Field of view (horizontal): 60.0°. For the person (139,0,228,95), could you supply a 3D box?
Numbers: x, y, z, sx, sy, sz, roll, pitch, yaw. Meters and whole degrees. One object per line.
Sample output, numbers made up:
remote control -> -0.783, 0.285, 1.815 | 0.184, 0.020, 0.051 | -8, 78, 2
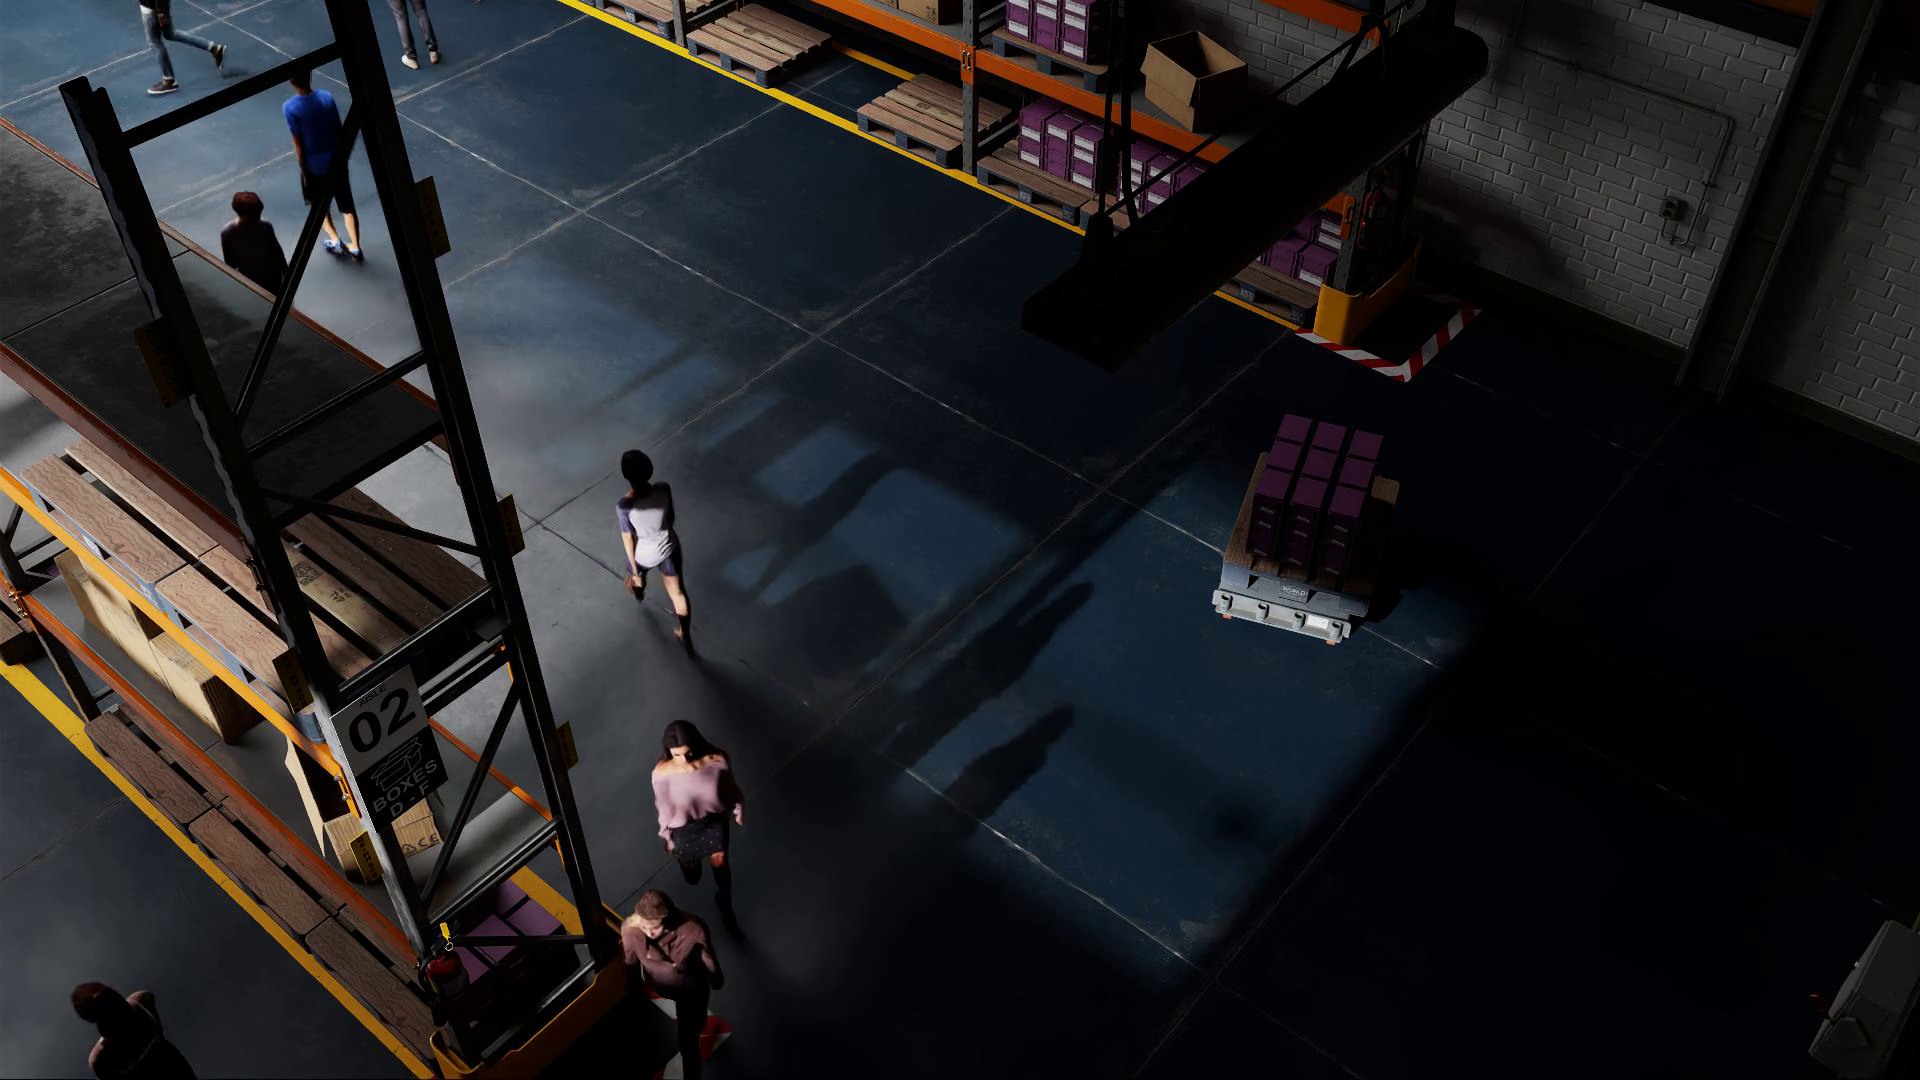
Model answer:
person -> -7.909, -5.359, 16.554 | 1.044, 1.800, 1.142 | -17, 46, -17

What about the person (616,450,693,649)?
person -> -2.000, 0.097, 11.032 | 0.792, 1.517, 1.088 | -23, 48, -22

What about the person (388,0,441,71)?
person -> -5.674, -5.719, 16.863 | 0.726, 1.895, 0.665 | -23, 48, -22

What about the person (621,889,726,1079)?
person -> -1.468, 2.239, 8.686 | 1.138, 1.651, 1.075 | 4, 44, 5

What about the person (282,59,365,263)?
person -> -5.395, -3.185, 14.234 | 0.678, 1.853, 0.706 | -32, 52, -29

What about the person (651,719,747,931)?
person -> -1.498, 1.552, 9.303 | 0.866, 1.795, 0.956 | -19, 47, -19

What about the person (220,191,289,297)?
person -> -5.574, -2.108, 13.282 | 0.928, 1.606, 1.180 | -16, 46, -16

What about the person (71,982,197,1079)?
person -> -3.848, 2.697, 8.151 | 0.852, 1.725, 0.700 | 18, 46, 18
